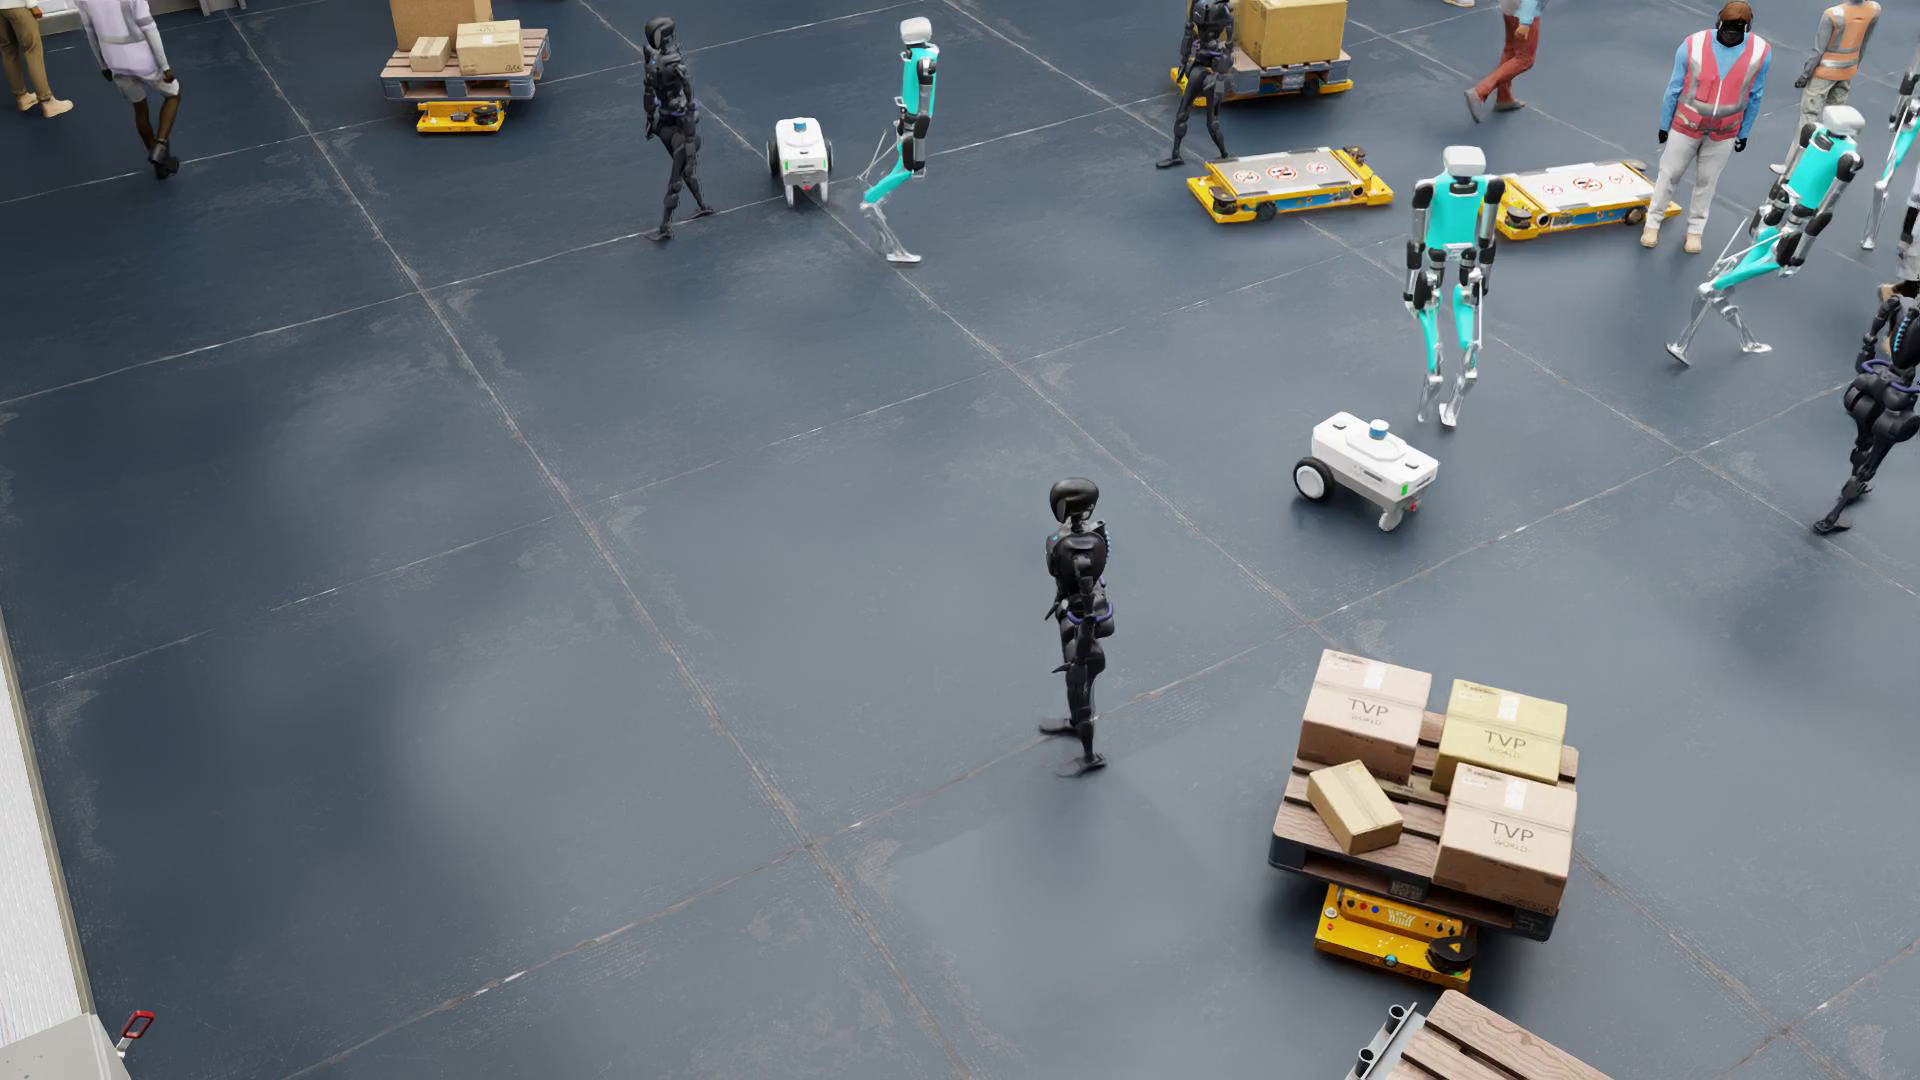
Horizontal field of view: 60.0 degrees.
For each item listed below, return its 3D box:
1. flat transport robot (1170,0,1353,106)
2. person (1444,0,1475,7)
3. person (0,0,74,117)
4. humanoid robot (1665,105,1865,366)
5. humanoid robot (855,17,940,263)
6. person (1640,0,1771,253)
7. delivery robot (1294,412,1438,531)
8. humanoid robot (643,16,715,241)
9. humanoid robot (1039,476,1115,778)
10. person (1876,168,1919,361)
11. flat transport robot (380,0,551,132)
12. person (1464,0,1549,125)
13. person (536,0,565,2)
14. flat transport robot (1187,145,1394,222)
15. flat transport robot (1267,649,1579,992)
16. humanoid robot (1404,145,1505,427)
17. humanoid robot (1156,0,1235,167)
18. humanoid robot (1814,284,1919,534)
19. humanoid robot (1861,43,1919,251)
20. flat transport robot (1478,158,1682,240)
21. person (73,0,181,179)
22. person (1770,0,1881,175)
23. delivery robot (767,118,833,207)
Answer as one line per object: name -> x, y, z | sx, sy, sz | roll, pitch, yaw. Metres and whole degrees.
flat transport robot -> 2.605, -4.023, 14.369 | 1.431, 0.231, 0.659 | -9, 39, -11
person -> 4.835, -5.973, 15.531 | 0.356, 1.882, 0.574 | 16, 41, 19
person -> -7.779, -4.349, 13.589 | 0.536, 1.759, 0.383 | 15, 41, 18
humanoid robot -> 4.943, -1.870, 10.508 | 1.005, 1.757, 0.541 | -5, 39, -7
humanoid robot -> -0.492, -2.654, 11.545 | 0.718, 1.893, 0.558 | -7, 39, -8
person -> 5.234, -2.900, 11.697 | 0.630, 1.837, 0.431 | 10, 39, 12
delivery robot -> 2.363, -0.436, 9.611 | 0.521, 0.594, 0.765 | -28, 46, -31
humanoid robot -> -2.103, -2.959, 11.914 | 0.751, 1.619, 0.593 | -31, 48, -33
humanoid robot -> 0.544, 0.398, 7.657 | 0.321, 1.666, 0.616 | -4, 39, -6
person -> 6.217, -1.966, 10.633 | 0.544, 1.679, 0.537 | -7, 39, -9
flat transport robot -> -4.135, -3.843, 14.141 | 0.659, 0.231, 1.431 | -1, 38, -1
person -> 4.489, -4.285, 13.422 | 0.615, 1.857, 0.560 | -4, 39, -5
person -> -4.160, -5.860, 15.449 | 0.786, 1.797, 0.596 | -2, 38, -2
flat transport robot -> 2.525, -2.722, 12.726 | 1.431, 0.231, 0.659 | -9, 39, -11
flat transport robot -> 2.081, 1.362, 7.574 | 0.659, 0.231, 1.431 | 13, 40, 16
humanoid robot -> 2.924, -1.371, 9.868 | 0.549, 1.826, 0.737 | -3, 38, -4
humanoid robot -> 1.891, -3.611, 12.740 | 0.607, 1.651, 0.588 | -20, 43, -23
humanoid robot -> 5.166, -0.790, 9.167 | 0.652, 1.633, 0.586 | -15, 41, -19
humanoid robot -> 6.840, -2.861, 11.753 | 0.558, 1.786, 0.873 | 19, 42, 22
flat transport robot -> 4.637, -2.570, 12.535 | 1.431, 0.231, 0.659 | -10, 39, -12
person -> -6.232, -3.618, 12.520 | 0.566, 1.916, 0.461 | 1, 38, 1
person -> 6.617, -3.541, 12.655 | 0.514, 1.639, 0.309 | -11, 40, -14
delivery robot -> -1.217, -2.952, 12.793 | 0.499, 0.603, 0.803 | -6, 39, -8
